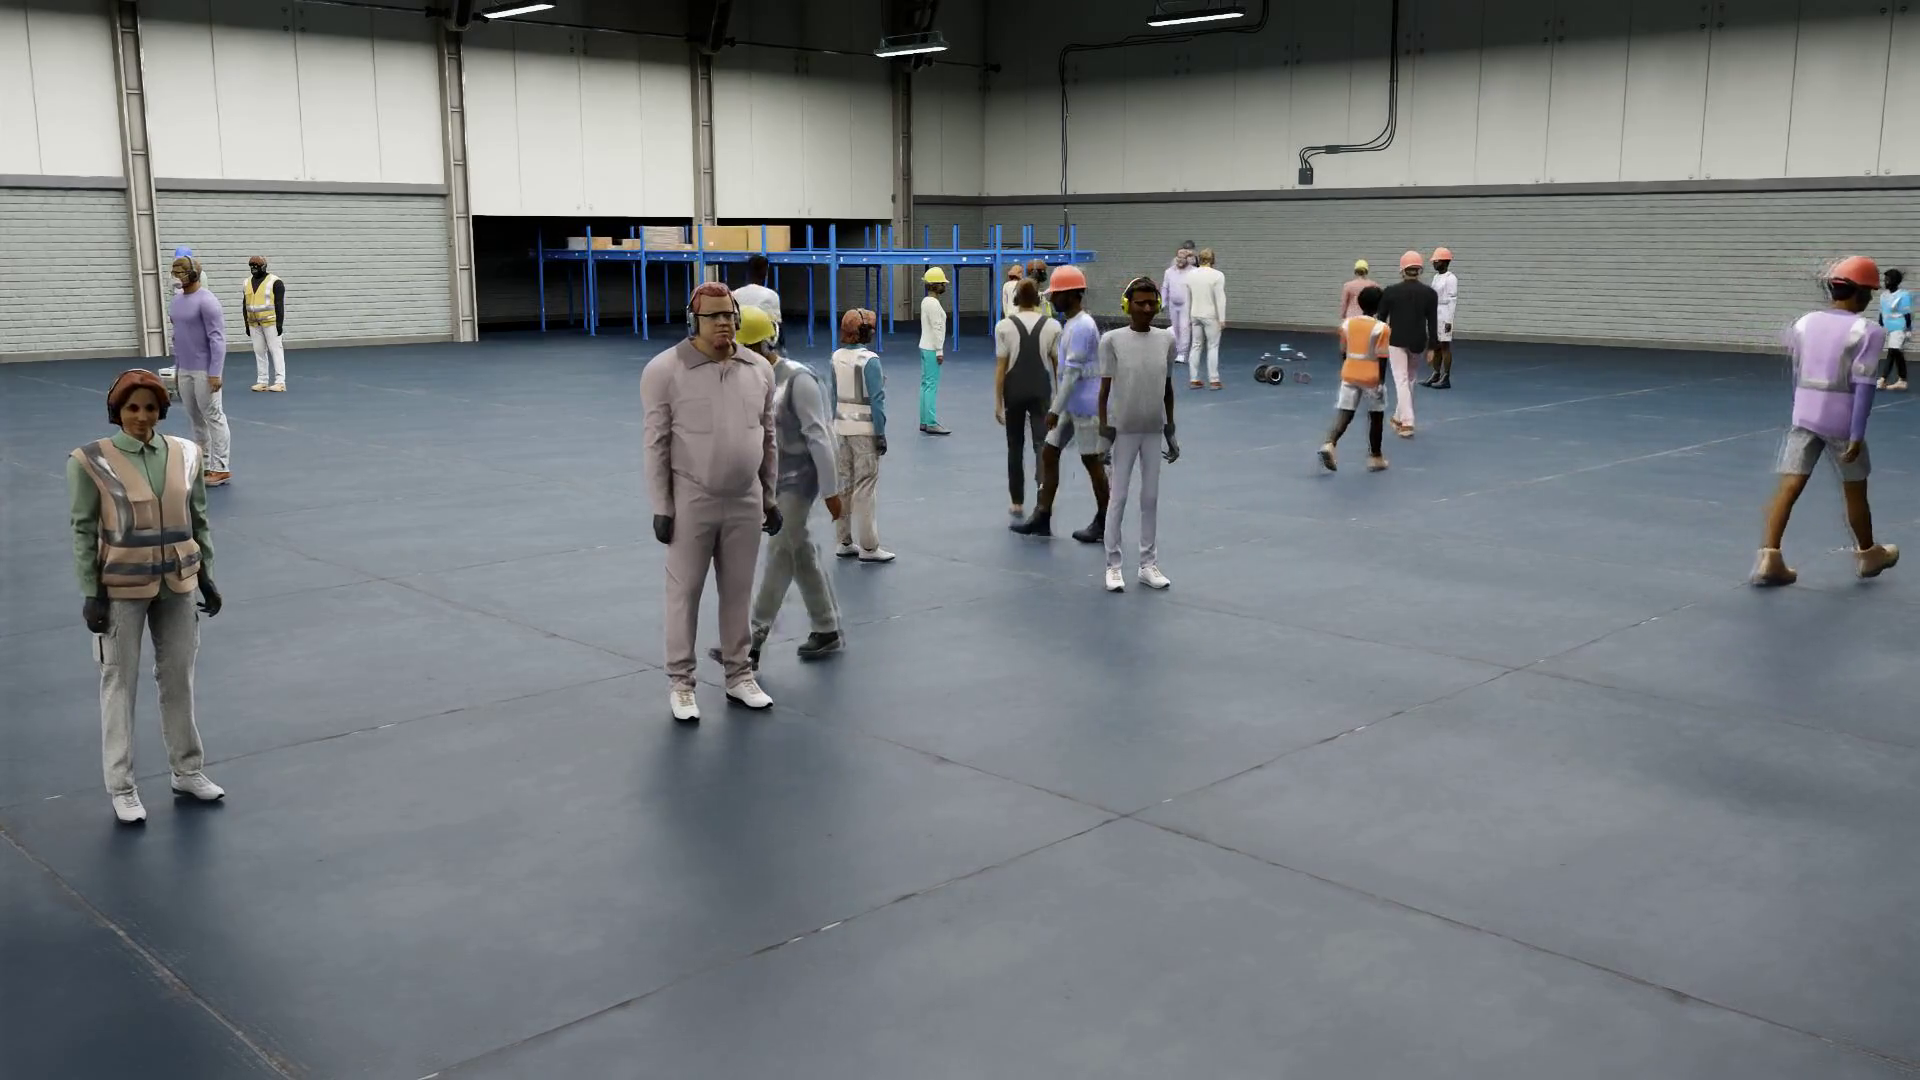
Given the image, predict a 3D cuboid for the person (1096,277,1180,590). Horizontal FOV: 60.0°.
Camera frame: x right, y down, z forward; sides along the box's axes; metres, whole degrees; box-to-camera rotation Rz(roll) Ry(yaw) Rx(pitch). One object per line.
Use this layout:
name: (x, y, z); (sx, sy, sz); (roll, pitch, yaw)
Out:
person: (1.074, -0.636, 9.973); (0.531, 1.867, 0.317); (-3, 11, -17)

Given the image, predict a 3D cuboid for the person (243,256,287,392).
person: (-9.483, -2.942, 22.656); (0.618, 1.836, 0.431); (2, 11, 13)

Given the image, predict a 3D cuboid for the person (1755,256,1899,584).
person: (5.334, -0.725, 10.140); (1.066, 1.983, 0.631); (-5, 12, -27)

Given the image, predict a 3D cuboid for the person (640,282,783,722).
person: (-1.069, -0.173, 7.337); (0.641, 1.910, 0.401); (-7, 12, -32)

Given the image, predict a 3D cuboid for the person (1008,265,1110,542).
person: (0.699, -0.925, 11.466); (0.854, 1.899, 0.547); (-1, 10, -7)

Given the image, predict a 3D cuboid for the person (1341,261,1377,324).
person: (6.136, -3.430, 25.592); (0.545, 1.711, 0.898); (2, 11, 11)

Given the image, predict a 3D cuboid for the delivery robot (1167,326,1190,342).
delivery robot: (4.050, -3.832, 30.837); (0.477, 0.478, 0.707); (0, 10, -2)

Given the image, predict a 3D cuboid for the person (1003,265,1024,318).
person: (0.909, -3.602, 26.783); (0.497, 1.633, 0.289); (8, 13, 39)

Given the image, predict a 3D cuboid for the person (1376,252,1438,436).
person: (4.747, -2.089, 17.718); (0.602, 1.942, 1.052); (-1, 10, -4)

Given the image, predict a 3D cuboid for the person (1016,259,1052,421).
person: (0.854, -2.301, 19.125); (0.429, 1.839, 0.633); (0, 10, 2)

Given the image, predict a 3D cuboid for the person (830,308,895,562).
person: (-0.659, -0.684, 10.846); (0.310, 1.642, 0.514); (-9, 13, -39)

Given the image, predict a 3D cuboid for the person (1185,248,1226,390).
person: (3.390, -3.054, 22.972); (0.643, 1.934, 0.377); (9, 14, 42)

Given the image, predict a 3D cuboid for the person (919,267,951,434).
person: (-0.276, -2.029, 17.839); (0.315, 1.770, 0.524); (-3, 11, -14)

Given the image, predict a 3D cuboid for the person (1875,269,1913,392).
person: (12.680, -2.850, 22.643); (0.731, 1.647, 0.547); (-1, 10, -4)

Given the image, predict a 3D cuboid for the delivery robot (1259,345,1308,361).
delivery robot: (4.669, -2.703, 23.975); (0.698, 0.223, 0.335); (-3, 11, -14)

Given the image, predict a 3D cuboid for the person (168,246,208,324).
person: (-11.528, -3.408, 24.860); (0.615, 1.947, 0.388); (1, 10, 5)

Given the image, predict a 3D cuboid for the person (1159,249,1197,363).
person: (3.618, -3.858, 27.541); (0.656, 1.869, 0.914); (6, 12, 30)

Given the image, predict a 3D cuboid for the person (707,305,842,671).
person: (-0.932, -0.253, 8.151); (0.930, 1.773, 0.630); (-8, 13, -38)

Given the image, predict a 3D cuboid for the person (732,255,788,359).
person: (-2.154, -2.101, 17.876); (0.606, 1.909, 1.046); (7, 13, 34)

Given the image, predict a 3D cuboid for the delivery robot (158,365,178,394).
delivery robot: (-10.045, -2.144, 21.634); (0.477, 0.478, 0.707); (4, 11, 22)

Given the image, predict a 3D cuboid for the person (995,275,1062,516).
person: (0.518, -1.048, 12.365); (0.515, 1.824, 0.805); (-1, 10, -5)

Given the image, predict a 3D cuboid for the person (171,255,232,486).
person: (-6.464, -1.433, 14.122); (0.629, 1.940, 0.379); (8, 13, 36)

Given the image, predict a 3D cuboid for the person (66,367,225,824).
person: (-2.971, 0.190, 6.090); (0.311, 1.639, 0.512); (8, 13, 36)

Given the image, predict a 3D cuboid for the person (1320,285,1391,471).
person: (3.579, -1.438, 14.864); (0.531, 1.673, 0.761); (10, 14, 44)

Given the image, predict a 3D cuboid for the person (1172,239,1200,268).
person: (4.949, -5.509, 36.182); (0.694, 2.000, 0.566); (-4, 11, -23)

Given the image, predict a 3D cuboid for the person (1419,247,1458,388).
person: (6.690, -3.095, 23.182); (0.370, 1.939, 0.543); (-2, 11, -12)
